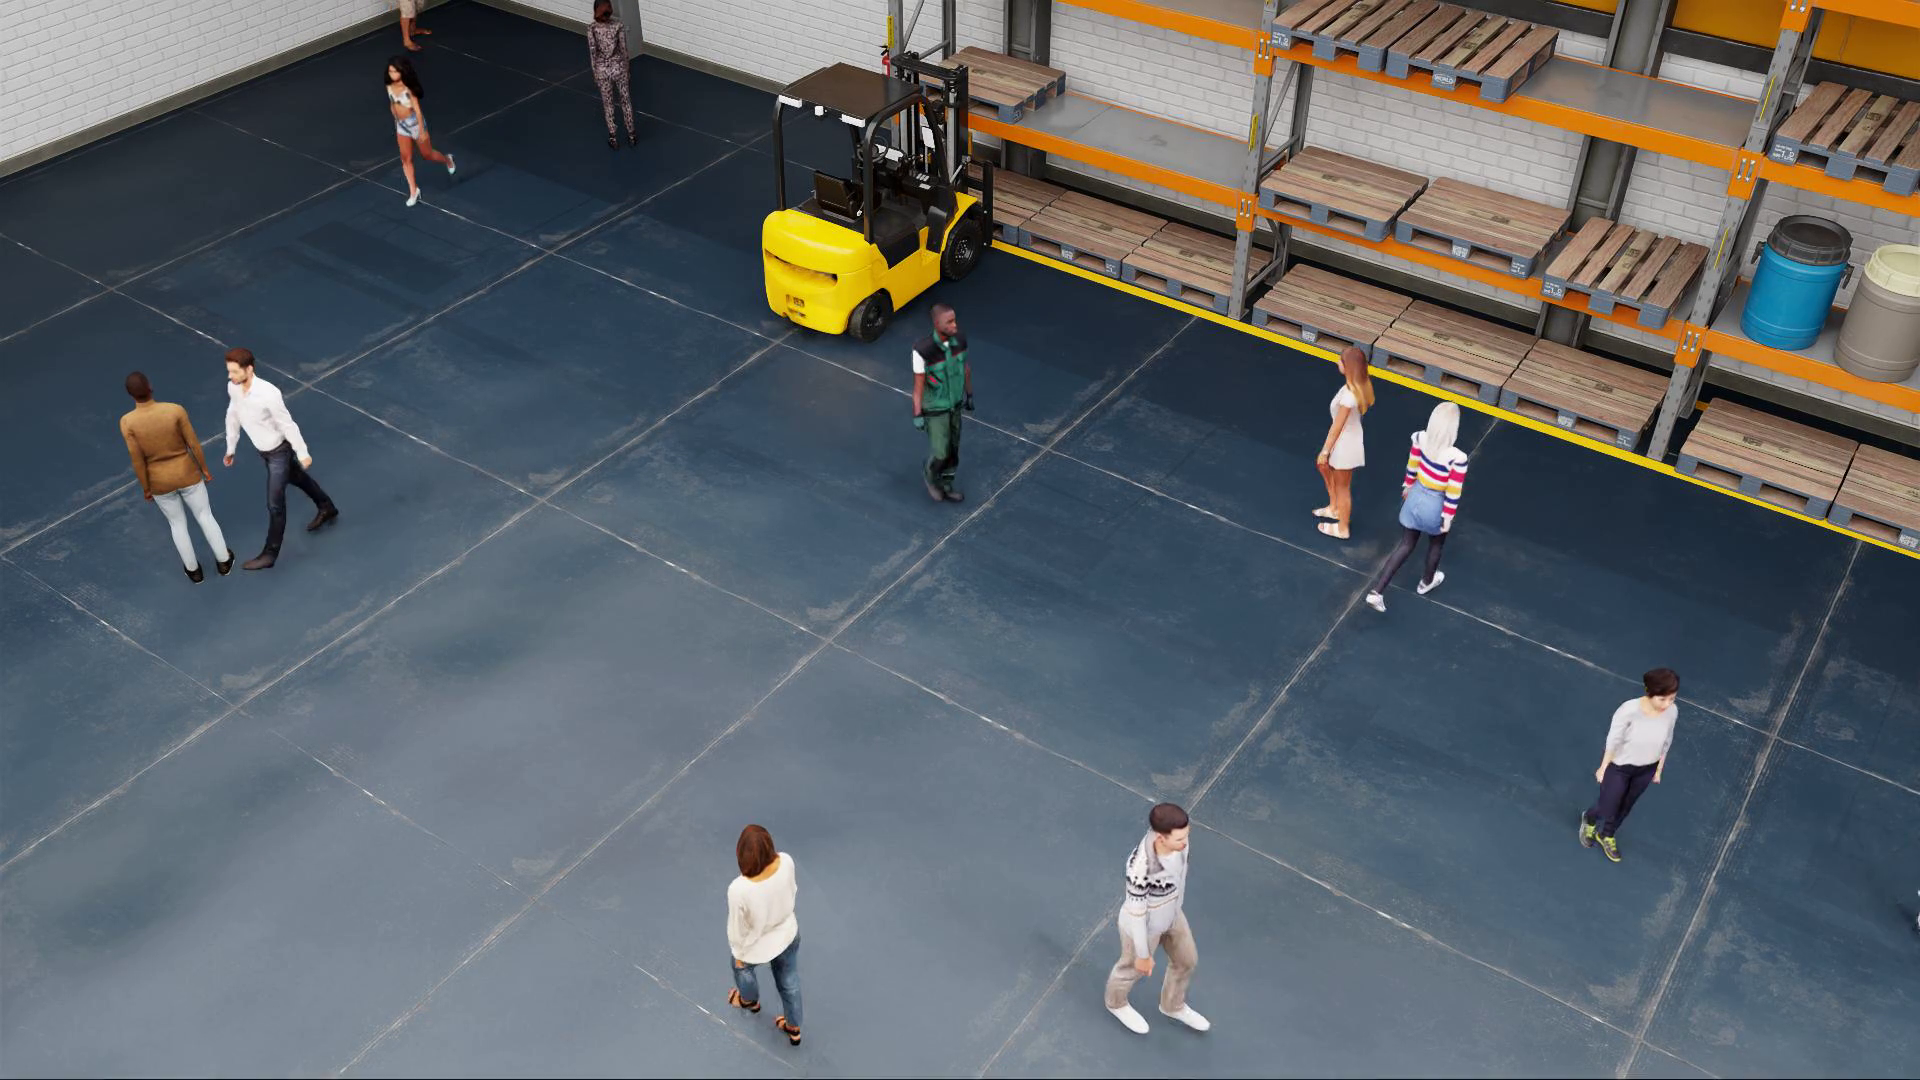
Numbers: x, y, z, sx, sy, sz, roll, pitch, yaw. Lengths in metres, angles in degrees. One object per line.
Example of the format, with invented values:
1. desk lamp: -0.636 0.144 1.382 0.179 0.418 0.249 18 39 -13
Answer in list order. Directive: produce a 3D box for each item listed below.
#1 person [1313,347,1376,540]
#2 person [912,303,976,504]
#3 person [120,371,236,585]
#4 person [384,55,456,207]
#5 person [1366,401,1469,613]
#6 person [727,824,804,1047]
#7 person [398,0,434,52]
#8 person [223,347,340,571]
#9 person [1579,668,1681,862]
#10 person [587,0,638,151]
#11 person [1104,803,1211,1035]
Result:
1. person: 3.045 -0.706 12.801 0.668 1.681 0.637 16 41 19
2. person: -0.196 -1.098 13.173 0.779 1.830 0.740 -30 47 -32
3. person: -5.858 -0.466 12.393 0.717 1.815 0.691 -19 42 -22
4. person: -5.669 -4.314 17.383 0.927 1.601 0.698 18 42 21
5. person: 3.336 -0.210 12.099 0.925 1.782 1.116 -26 45 -29
6. person: -1.017 2.231 9.137 0.757 1.664 0.860 -27 46 -30
7. person: -6.923 -6.973 20.534 0.858 1.823 0.923 -1 39 -1
8. person: -5.161 -0.722 12.712 1.147 1.818 0.783 22 44 25
9. person: 4.142 1.333 10.356 0.669 1.546 0.730 -5 39 -7
10. person: -3.847 -5.158 18.350 0.679 1.714 0.719 -12 40 -15
11. person: 0.995 2.052 9.226 0.809 1.833 0.716 26 45 28
